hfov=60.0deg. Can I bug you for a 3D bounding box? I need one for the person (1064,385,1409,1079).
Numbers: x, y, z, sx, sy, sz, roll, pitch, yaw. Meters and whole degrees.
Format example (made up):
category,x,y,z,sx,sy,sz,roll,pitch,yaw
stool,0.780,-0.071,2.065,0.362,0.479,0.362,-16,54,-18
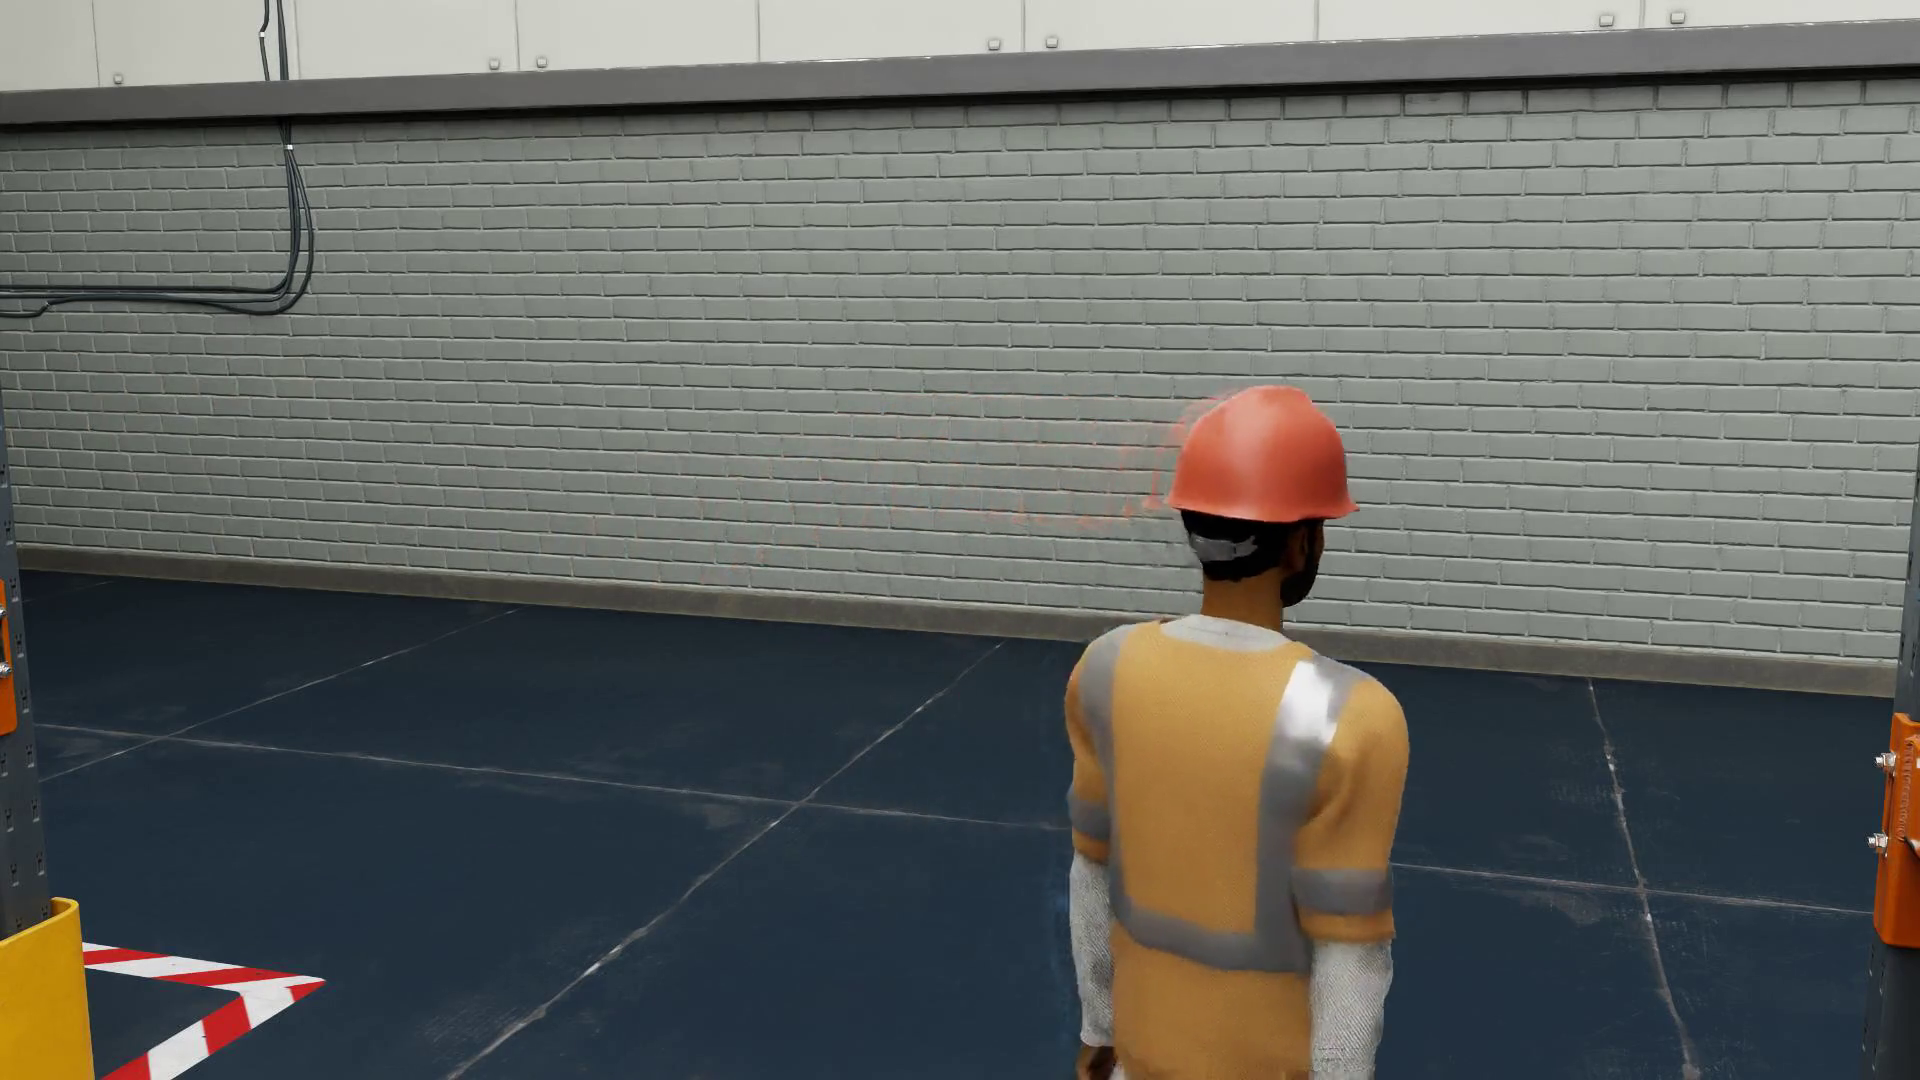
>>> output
category,x,y,z,sx,sy,sz,roll,pitch,yaw
person,0.339,0.735,2.377,0.551,1.911,0.899,9,13,42
